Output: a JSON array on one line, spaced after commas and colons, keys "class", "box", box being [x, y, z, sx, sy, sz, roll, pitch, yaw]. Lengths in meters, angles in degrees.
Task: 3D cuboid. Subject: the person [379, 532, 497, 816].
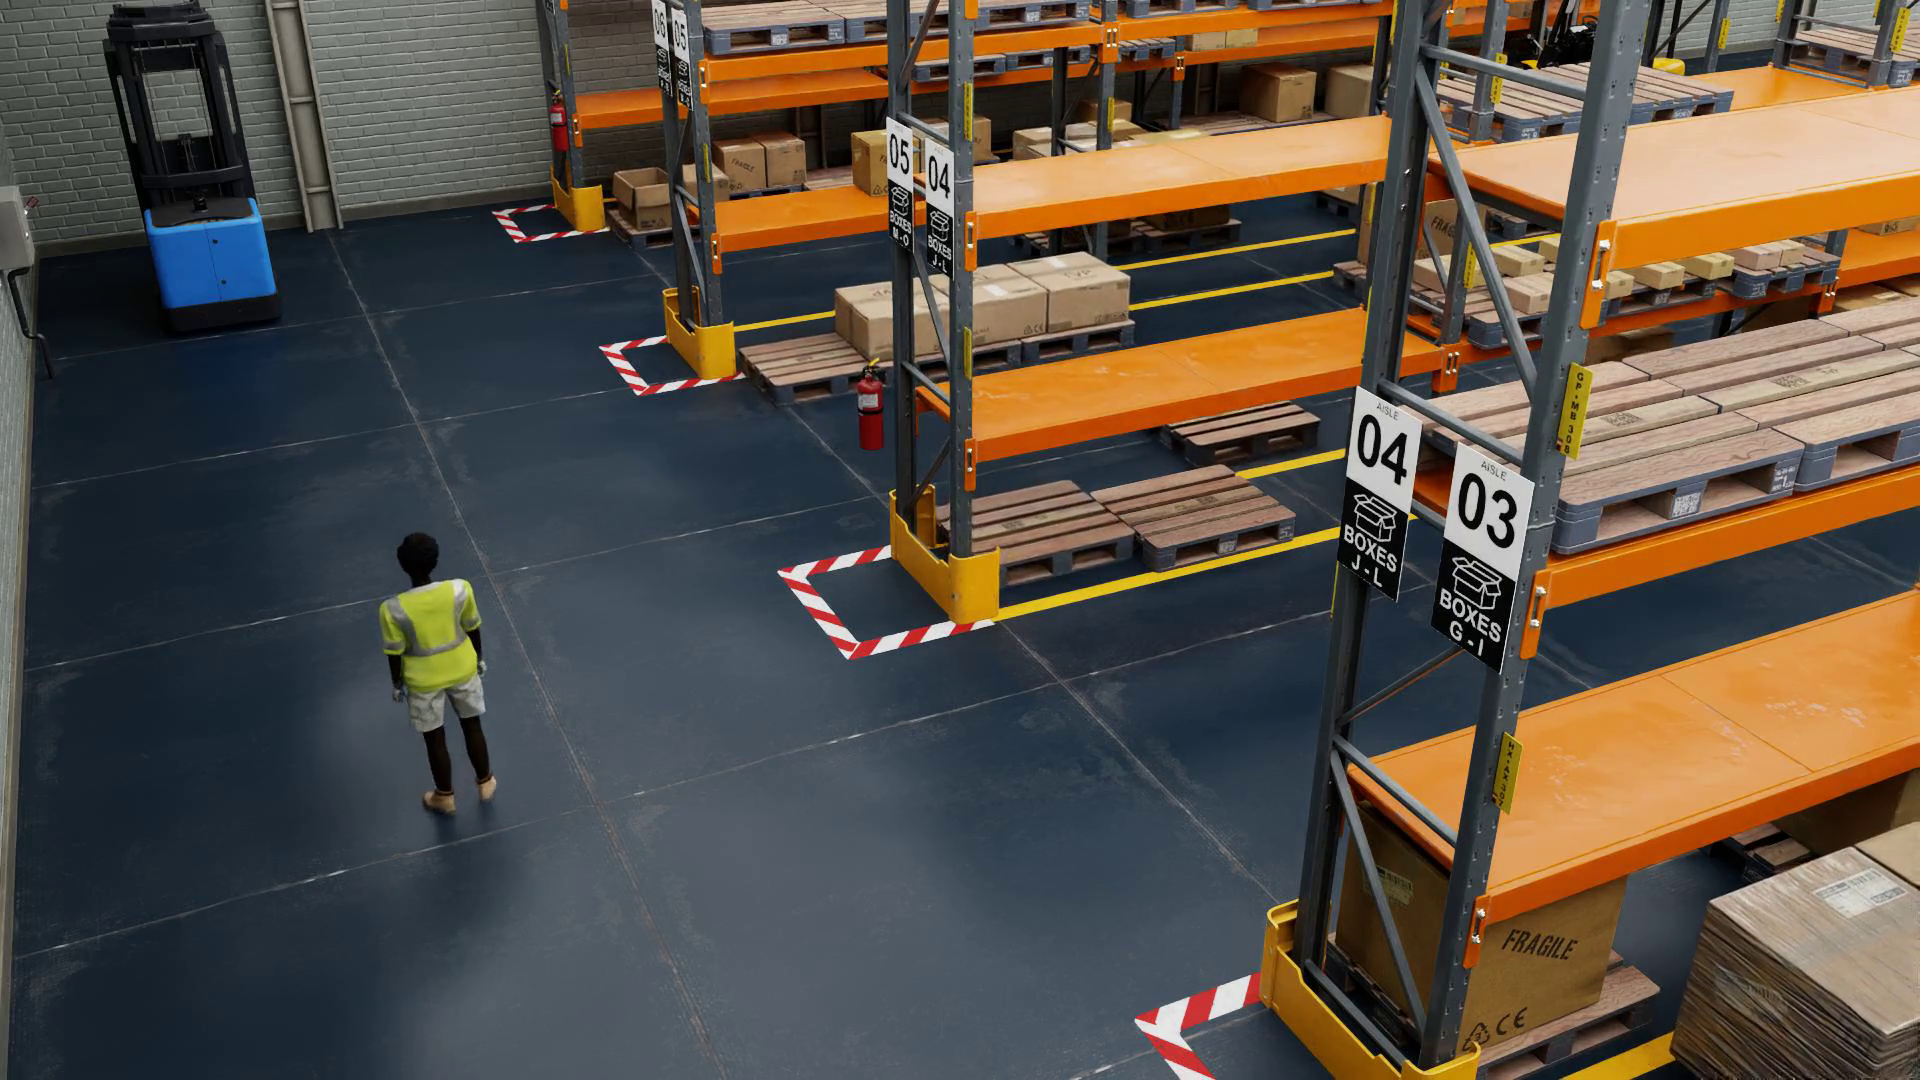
[{"class": "person", "box": [-2.859, 0.740, 9.137, 0.541, 1.692, 0.322, -16, 31, -27]}]

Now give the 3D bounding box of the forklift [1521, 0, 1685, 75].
[{"class": "forklift", "box": [8.950, -6.807, 23.056, 1.214, 2.155, 2.313, -12, 30, -22]}]

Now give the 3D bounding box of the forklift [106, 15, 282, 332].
[{"class": "forklift", "box": [-7.548, -3.672, 16.323, 1.129, 2.768, 1.873, -12, 30, -22]}]
